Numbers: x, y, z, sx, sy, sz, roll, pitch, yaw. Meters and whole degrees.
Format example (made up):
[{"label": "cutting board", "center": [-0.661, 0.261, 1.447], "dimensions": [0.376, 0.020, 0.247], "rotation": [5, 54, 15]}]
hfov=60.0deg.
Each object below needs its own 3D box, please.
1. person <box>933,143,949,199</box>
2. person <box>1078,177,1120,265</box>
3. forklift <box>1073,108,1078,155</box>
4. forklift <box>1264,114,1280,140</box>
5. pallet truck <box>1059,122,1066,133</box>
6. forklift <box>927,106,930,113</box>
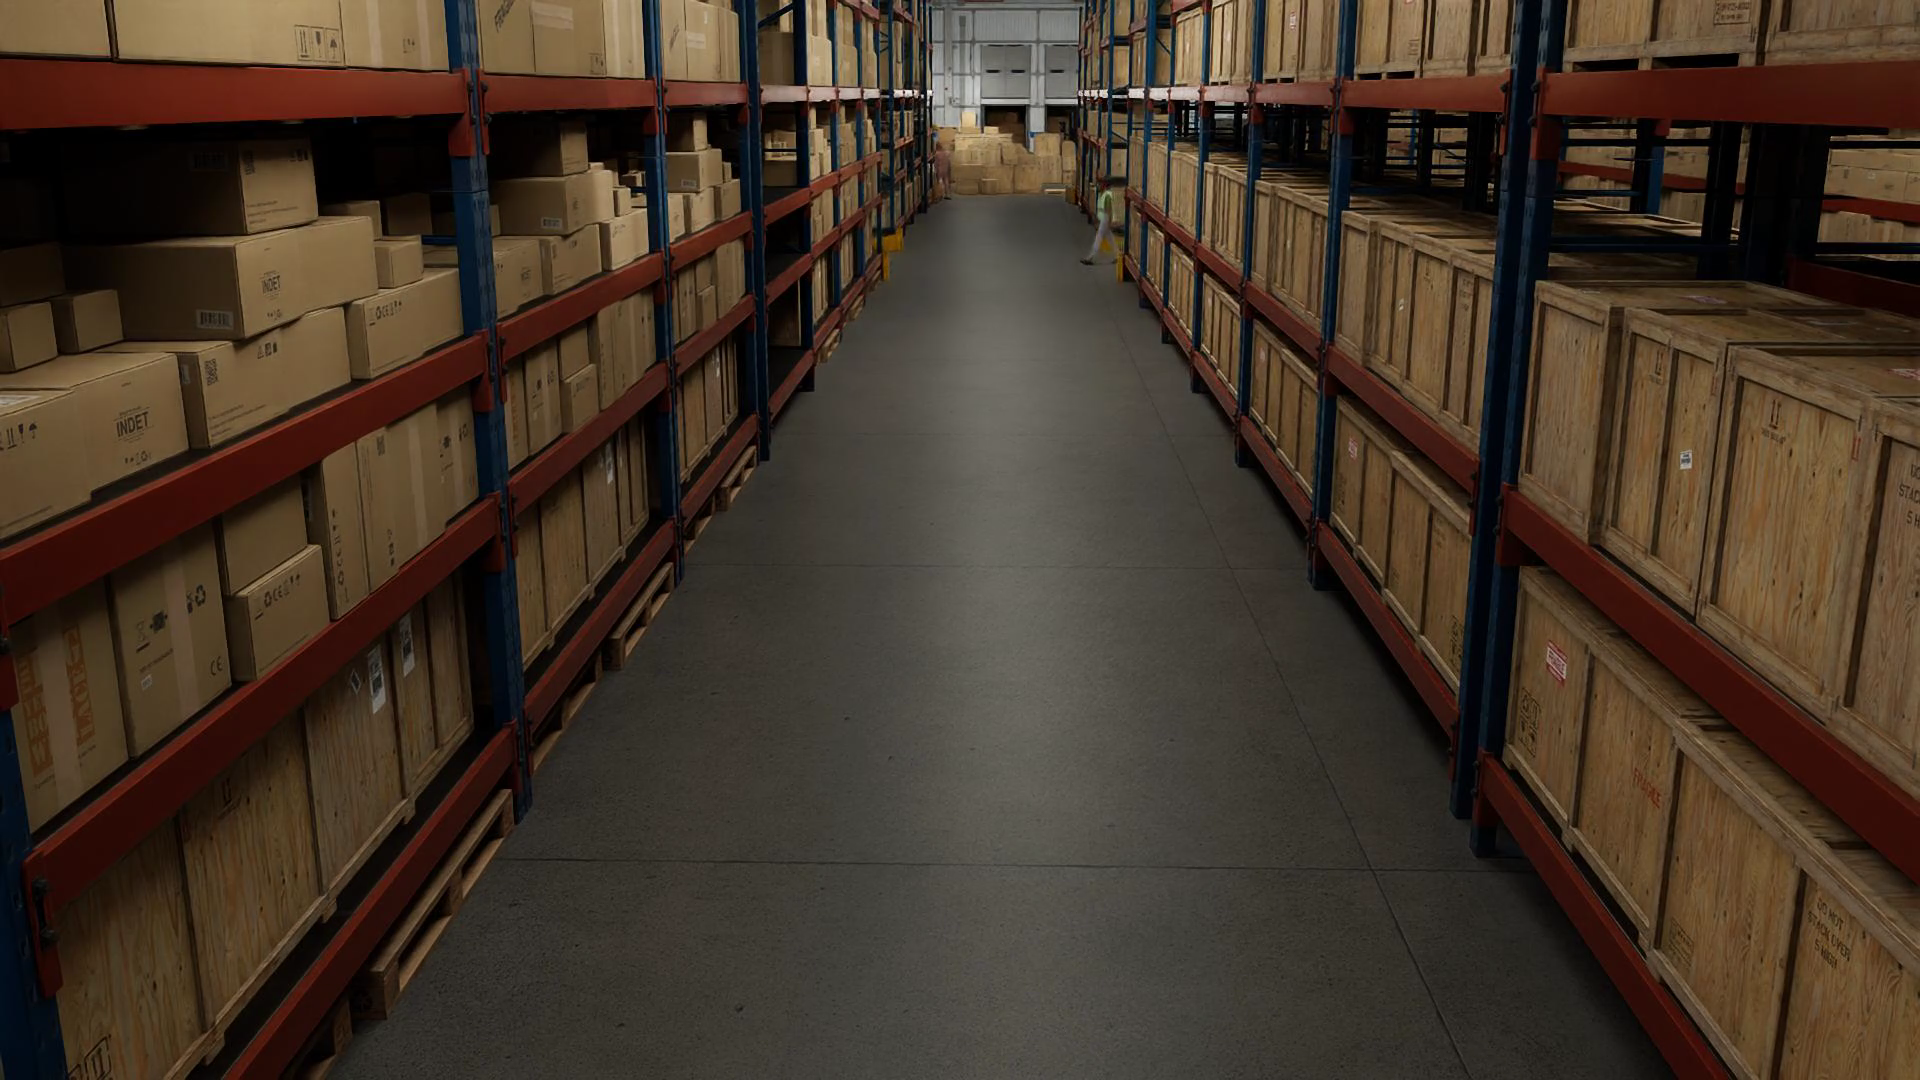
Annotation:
[{"label": "person", "center": [-0.684, -12.362, 55.737], "dimensions": [0.646, 1.856, 0.958], "rotation": [-10, 18, -32]}, {"label": "person", "center": [2.949, -6.565, 34.286], "dimensions": [0.988, 1.790, 0.592], "rotation": [-2, 15, -8]}, {"label": "forklift", "center": [5.667, -18.431, 76.369], "dimensions": [1.129, 2.768, 1.873], "rotation": [-7, 17, -24]}, {"label": "forklift", "center": [11.022, -13.952, 59.703], "dimensions": [1.129, 2.768, 1.873], "rotation": [0, 15, 2]}, {"label": "pallet truck", "center": [5.788, -21.111, 88.014], "dimensions": [1.885, 1.965, 0.823], "rotation": [5, 16, 18]}, {"label": "forklift", "center": [-2.001, -20.667, 84.687], "dimensions": [1.129, 2.768, 1.873], "rotation": [0, 15, 2]}]
